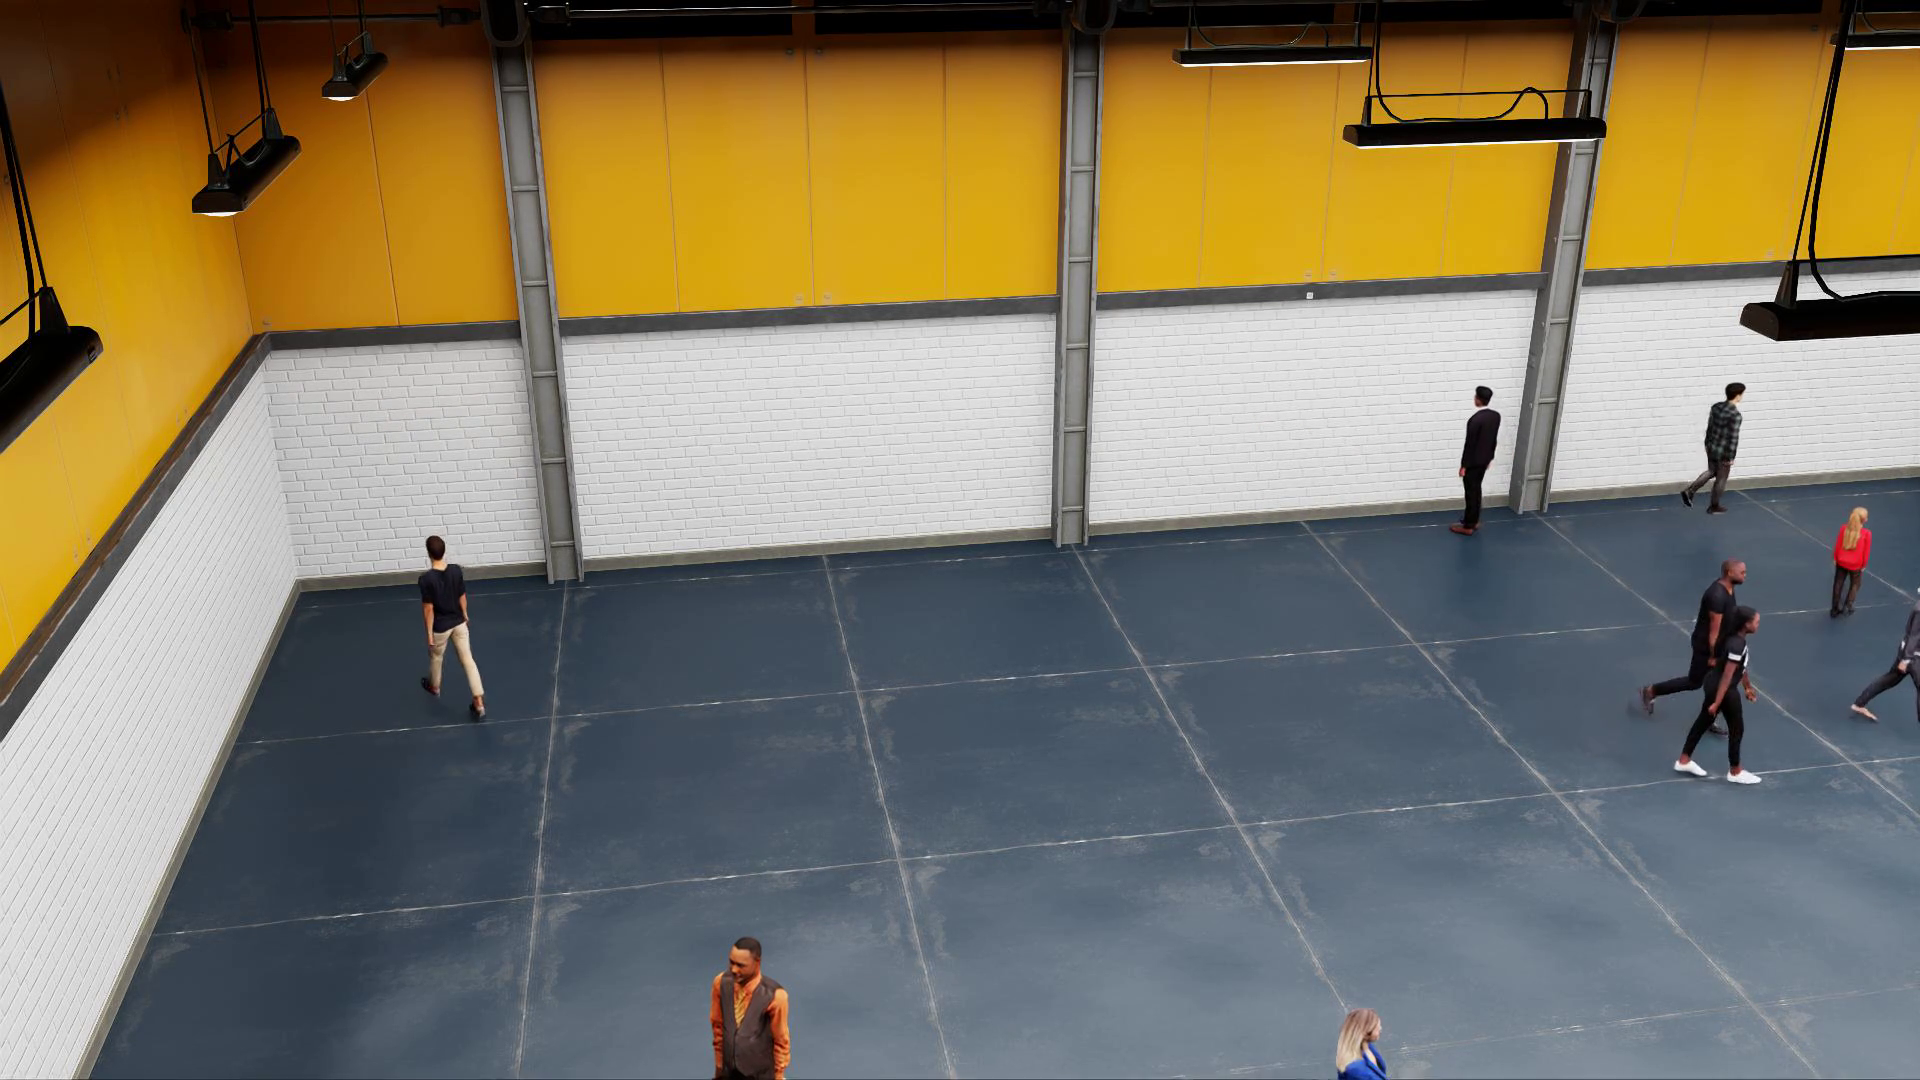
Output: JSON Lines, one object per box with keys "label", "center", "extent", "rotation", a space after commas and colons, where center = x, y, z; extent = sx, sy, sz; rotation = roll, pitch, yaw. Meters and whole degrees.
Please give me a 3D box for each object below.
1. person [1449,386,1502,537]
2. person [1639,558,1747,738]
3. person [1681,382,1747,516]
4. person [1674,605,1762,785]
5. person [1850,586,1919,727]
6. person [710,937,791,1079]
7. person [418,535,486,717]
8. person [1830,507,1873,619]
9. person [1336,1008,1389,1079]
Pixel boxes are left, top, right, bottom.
{"label": "person", "center": [6.273, -0.956, 20.152], "extent": [0.732, 1.875, 0.865], "rotation": [-18, 29, -35]}
{"label": "person", "center": [7.012, 1.000, 15.784], "extent": [1.168, 1.790, 1.148], "rotation": [21, 31, 39]}
{"label": "person", "center": [9.208, -1.117, 20.278], "extent": [0.811, 1.703, 0.698], "rotation": [-6, 24, -12]}
{"label": "person", "center": [6.793, 1.374, 15.035], "extent": [1.040, 1.704, 0.850], "rotation": [7, 24, 15]}
{"label": "person", "center": [8.986, 1.045, 15.811], "extent": [1.169, 1.686, 1.050], "rotation": [13, 27, 27]}
{"label": "person", "center": [-1.293, 3.277, 10.428], "extent": [0.754, 1.907, 0.852], "rotation": [11, 26, 24]}
{"label": "person", "center": [-4.891, 0.875, 16.052], "extent": [1.234, 1.803, 1.190], "rotation": [-22, 32, -40]}
{"label": "person", "center": [9.671, 0.263, 18.111], "extent": [0.642, 1.276, 0.703], "rotation": [21, 31, 39]}
{"label": "person", "center": [2.302, 3.547, 10.077], "extent": [0.667, 1.693, 0.712], "rotation": [3, 24, 6]}
